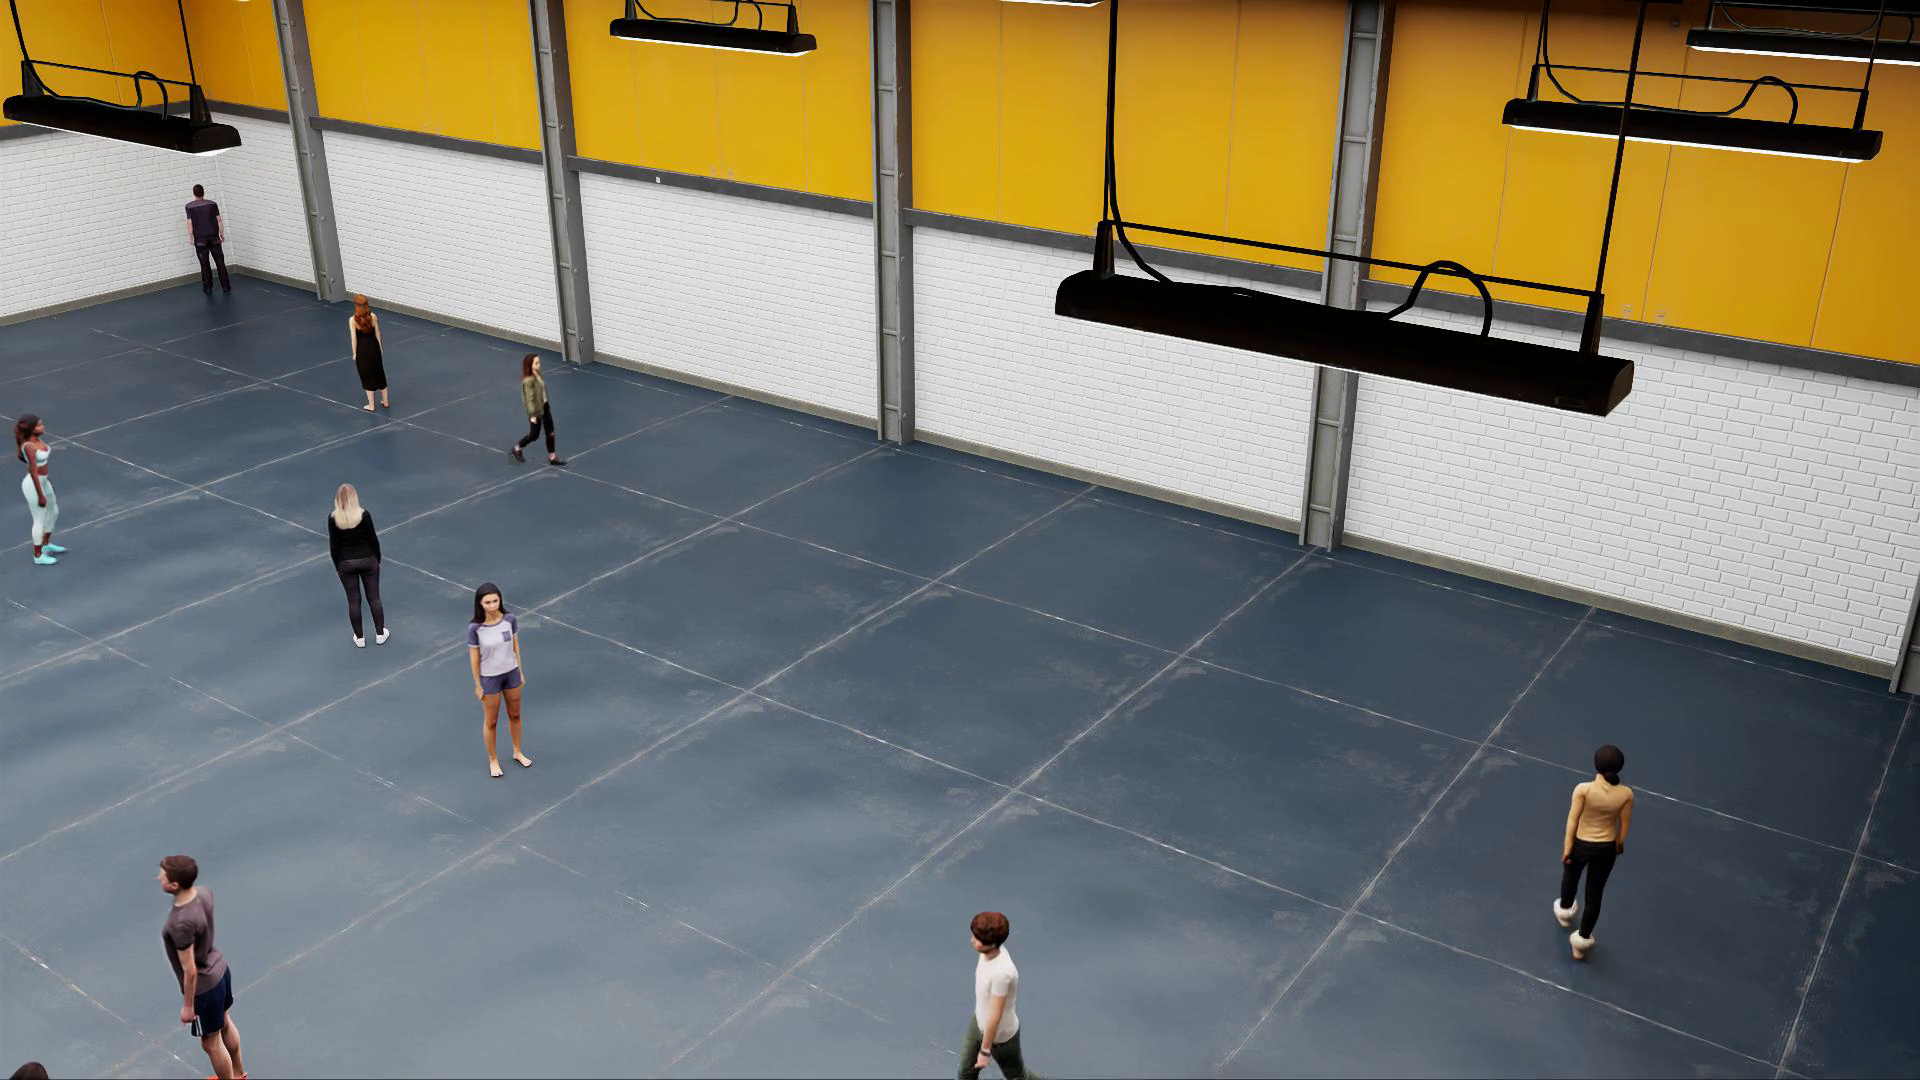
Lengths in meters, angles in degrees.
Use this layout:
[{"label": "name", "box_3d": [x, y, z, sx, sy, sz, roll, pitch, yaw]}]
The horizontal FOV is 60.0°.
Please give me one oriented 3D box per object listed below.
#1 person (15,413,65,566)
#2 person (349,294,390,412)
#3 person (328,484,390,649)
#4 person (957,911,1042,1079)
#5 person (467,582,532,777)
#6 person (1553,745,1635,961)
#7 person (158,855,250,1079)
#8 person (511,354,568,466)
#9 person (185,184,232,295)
[{"label": "person", "box_3d": [-10.006, -0.554, 18.040, 0.809, 1.708, 0.746, -6, 24, -13]}, {"label": "person", "box_3d": [-8.108, -2.578, 22.774, 0.612, 1.624, 0.621, -21, 31, -39]}, {"label": "person", "box_3d": [-5.879, 0.247, 16.232, 0.689, 1.687, 0.722, -7, 25, -16]}, {"label": "person", "box_3d": [0.294, 2.972, 10.086, 1.058, 1.618, 1.125, -8, 25, -18]}, {"label": "person", "box_3d": [-3.906, 1.159, 14.090, 0.642, 1.733, 0.600, -17, 29, -34]}, {"label": "person", "box_3d": [4.488, 2.230, 11.759, 0.911, 1.637, 0.868, 5, 24, 11]}, {"label": "person", "box_3d": [-4.689, 2.742, 10.318, 0.771, 1.854, 0.717, -3, 24, -8]}, {"label": "person", "box_3d": [-5.334, -1.609, 20.771, 1.033, 1.454, 0.810, 6, 24, 12]}, {"label": "person", "box_3d": [-12.849, -5.149, 28.380, 0.808, 1.846, 0.765, -13, 27, -27]}]
